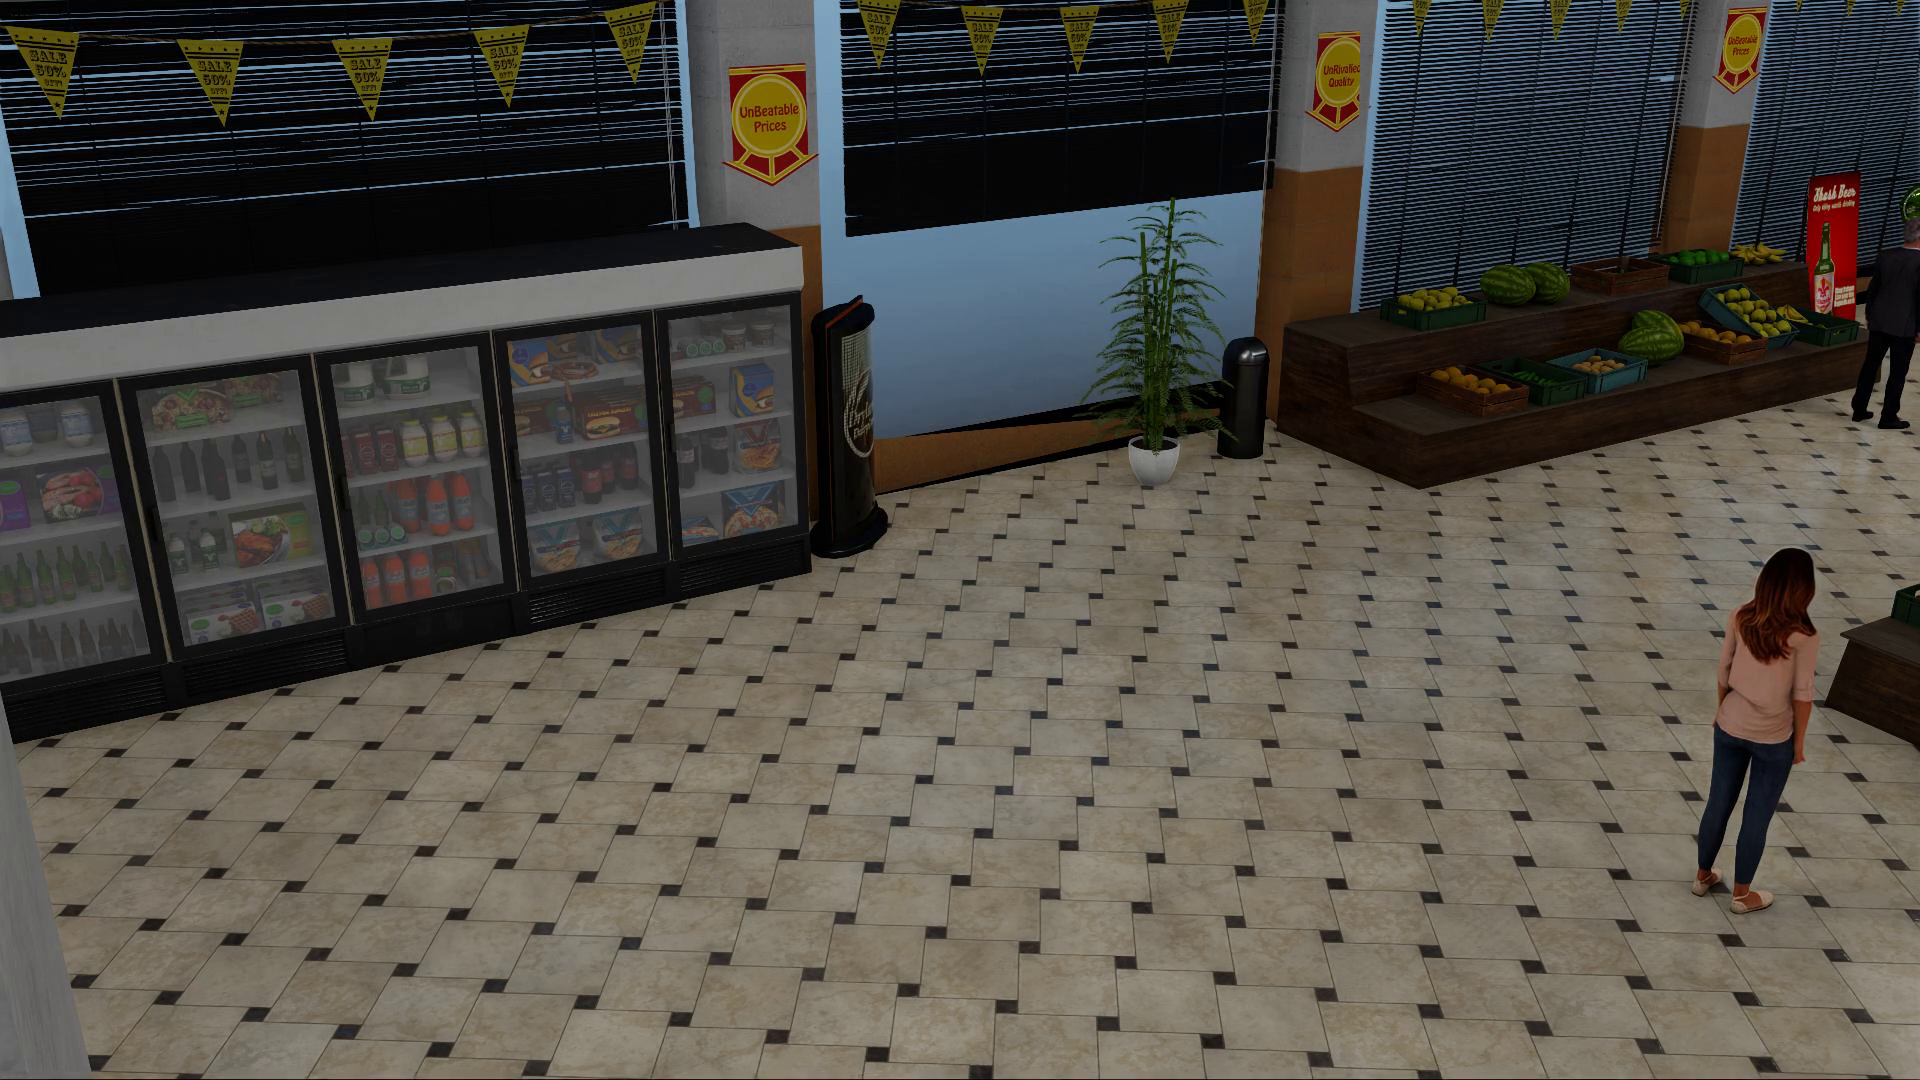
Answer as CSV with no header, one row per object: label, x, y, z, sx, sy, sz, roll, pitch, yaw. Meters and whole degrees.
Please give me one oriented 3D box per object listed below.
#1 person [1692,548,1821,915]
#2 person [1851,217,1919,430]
person,3.638,0.873,7.609,0.552,1.792,0.610,-16,27,-34
person,8.128,-1.897,14.440,0.575,1.840,0.725,-11,24,-26
